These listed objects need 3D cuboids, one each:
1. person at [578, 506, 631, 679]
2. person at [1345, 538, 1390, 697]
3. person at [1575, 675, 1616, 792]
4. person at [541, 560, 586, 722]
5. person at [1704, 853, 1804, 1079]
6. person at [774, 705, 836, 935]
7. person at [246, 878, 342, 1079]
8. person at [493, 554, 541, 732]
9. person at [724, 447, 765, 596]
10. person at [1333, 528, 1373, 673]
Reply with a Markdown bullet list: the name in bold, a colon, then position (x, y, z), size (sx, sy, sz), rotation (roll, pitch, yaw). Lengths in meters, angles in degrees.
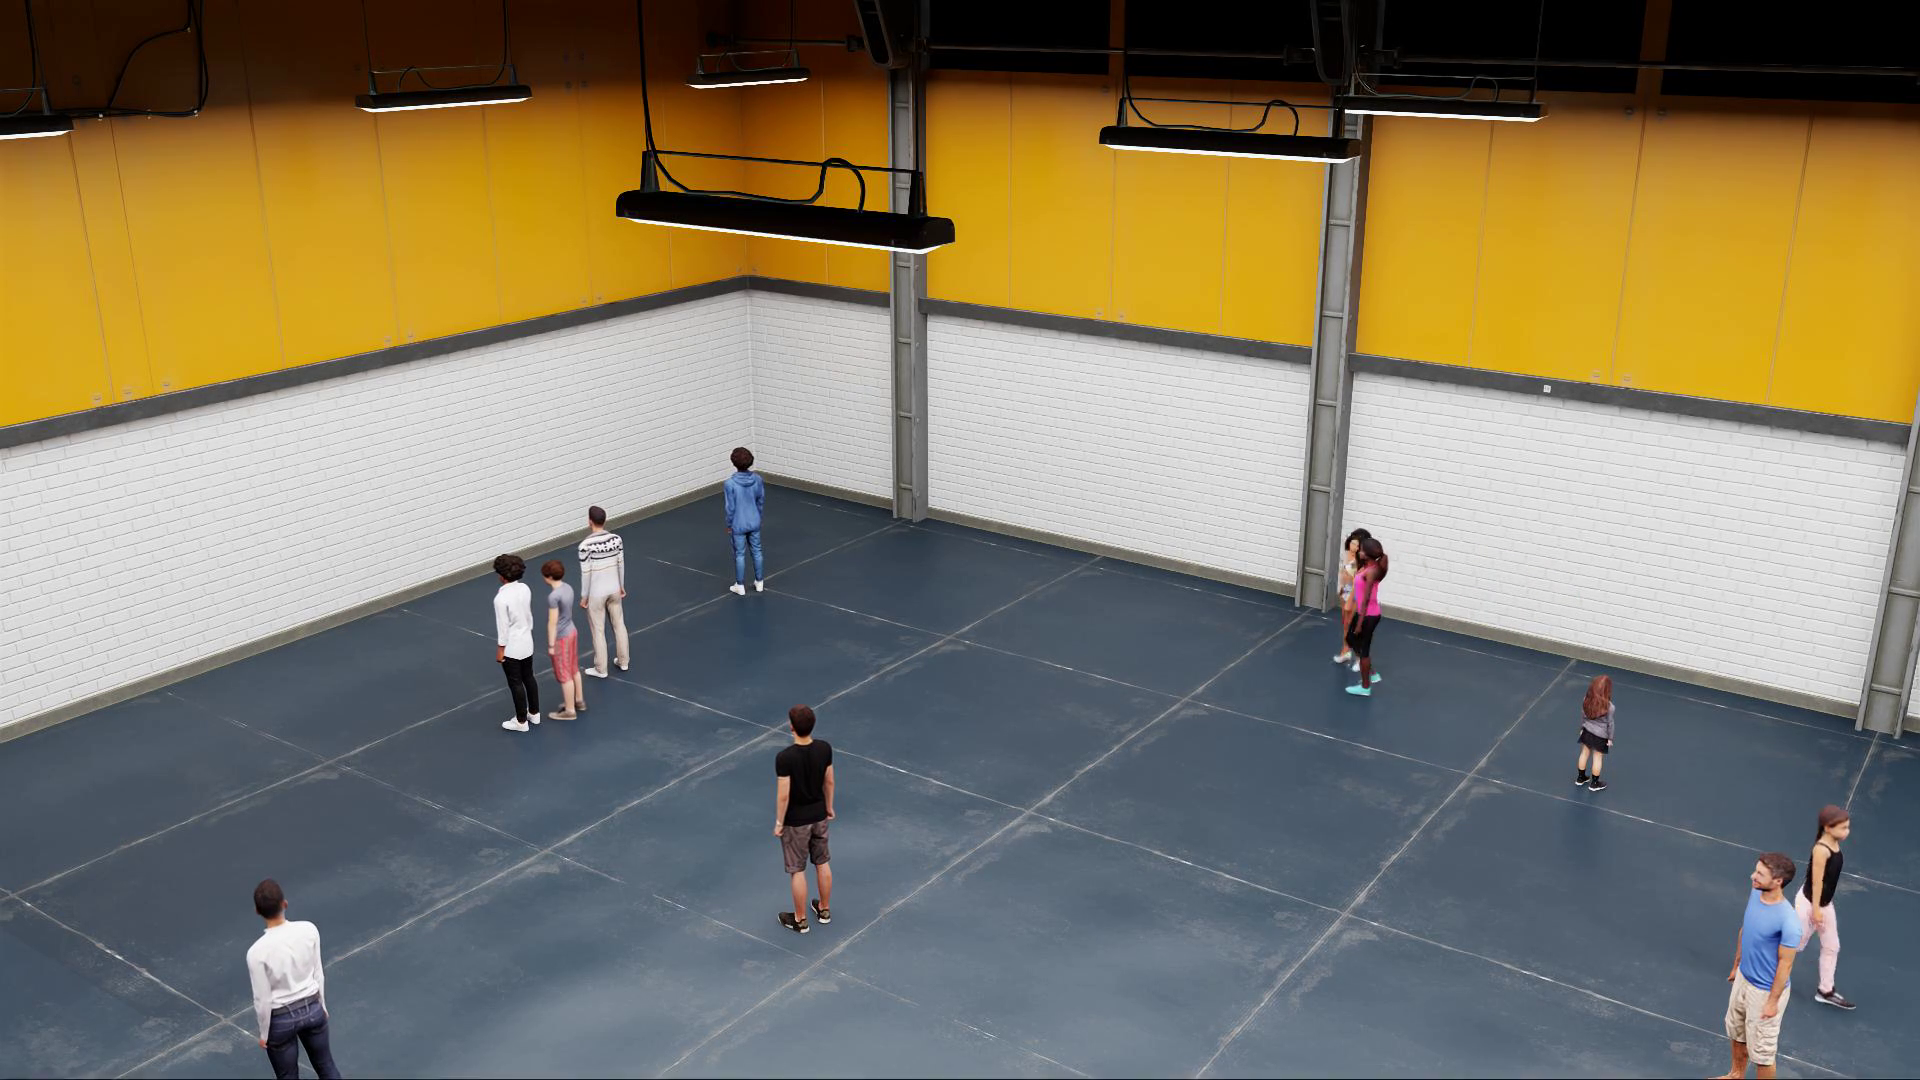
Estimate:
- **person**: position (-3.781, 0.538, 17.607), size (0.608, 1.860, 0.726), rotation (17, 25, 41)
- **person**: position (4.261, 0.799, 17.062), size (0.707, 1.714, 0.665), rotation (5, 19, 15)
- **person**: position (5.817, 1.741, 15.217), size (0.582, 1.105, 0.455), rotation (-13, 23, -35)
- **person**: position (-3.953, 0.988, 16.605), size (0.638, 1.646, 0.639), rotation (4, 19, 12)
- **person**: position (5.171, 2.853, 10.729), size (0.769, 1.862, 0.730), rotation (-2, 19, -5)
- **person**: position (-1.201, 2.139, 12.850), size (0.756, 1.861, 0.691), rotation (-13, 23, -35)
- **person**: position (-4.152, 2.969, 10.375), size (0.623, 1.867, 0.645), rotation (17, 25, 40)
- **person**: position (-4.360, 0.996, 16.326), size (0.597, 1.809, 0.667), rotation (9, 20, 24)
- **person**: position (-2.582, -0.238, 19.987), size (0.757, 1.811, 0.737), rotation (-10, 21, -28)
- **person**: position (4.188, 0.608, 17.812), size (0.742, 1.596, 0.712), rotation (4, 19, 13)
